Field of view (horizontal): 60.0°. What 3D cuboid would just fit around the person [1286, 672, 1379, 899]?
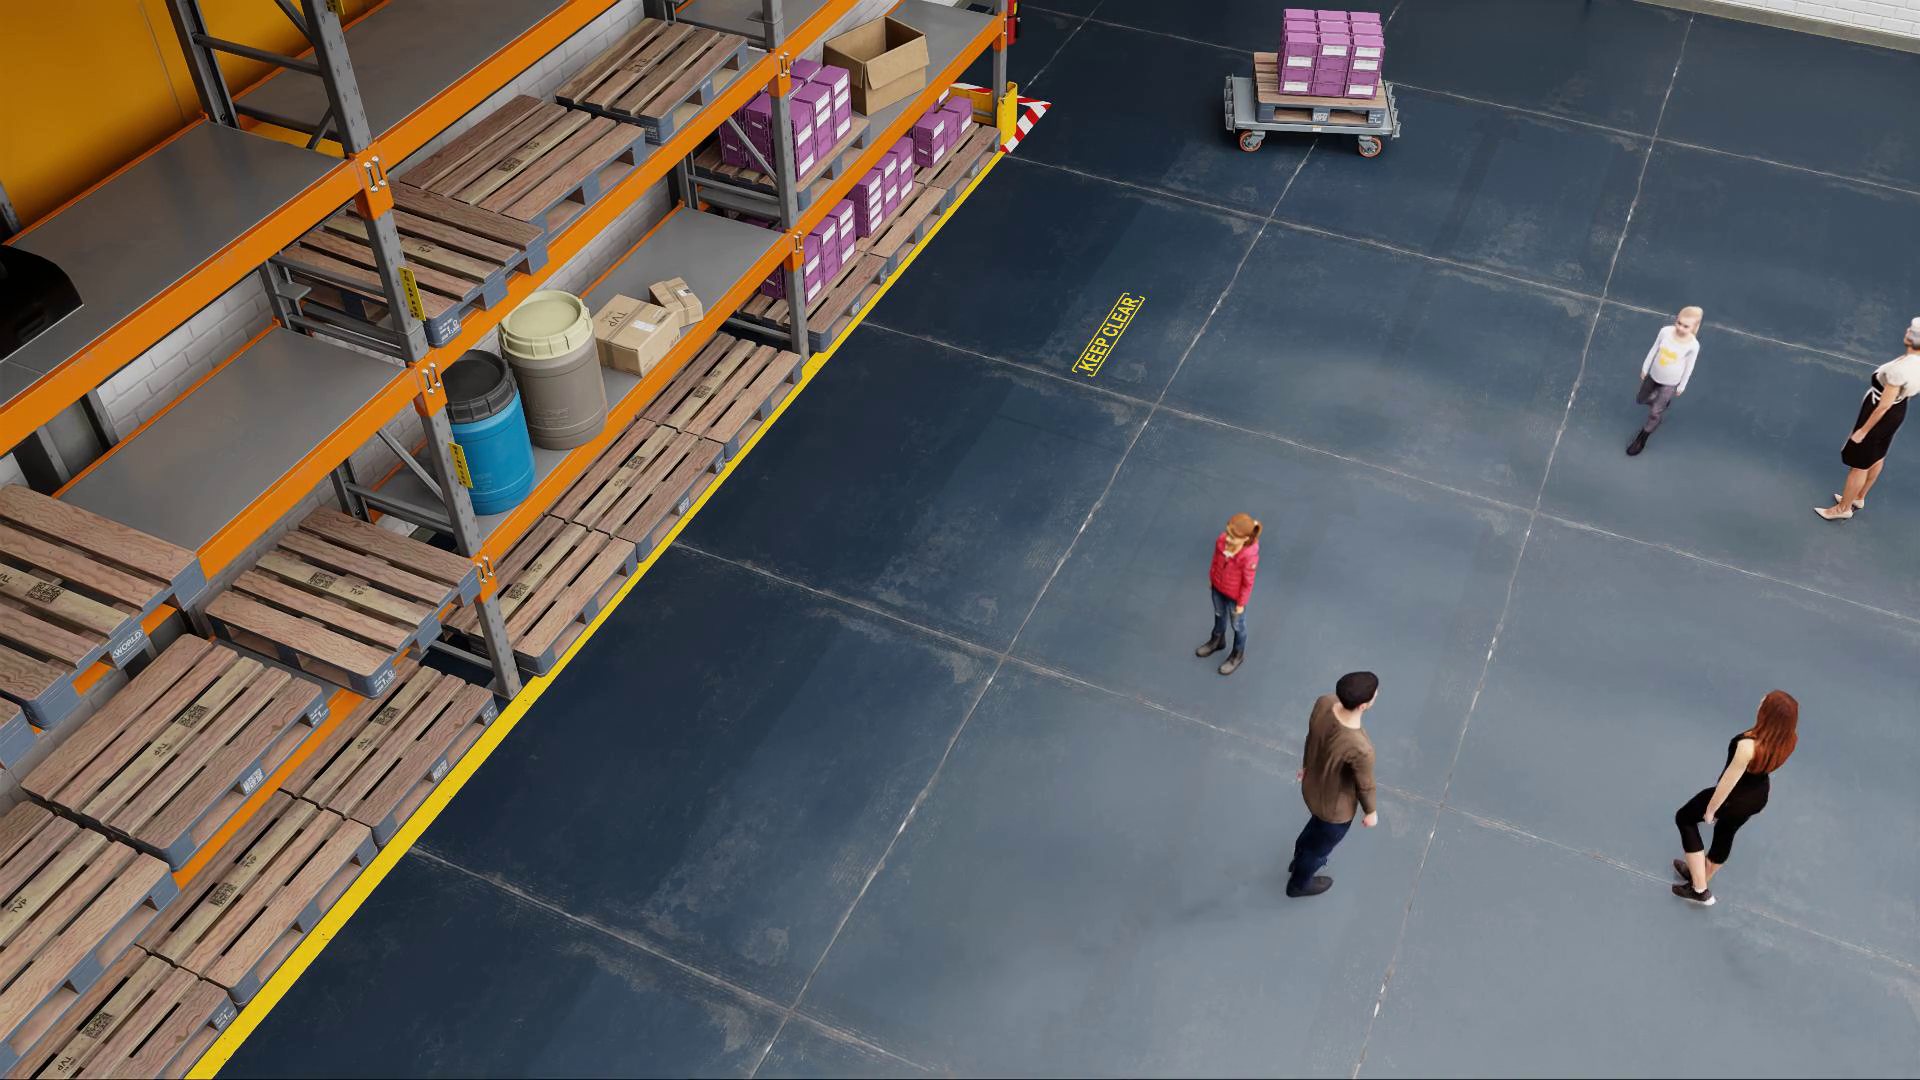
[{"bbox_3d":[2.020,1.434,9.341,0.821,1.876,0.747,-11,45,-11],"label":"person"}]

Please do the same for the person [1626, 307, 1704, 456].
[{"bbox_3d":[5.366,-1.258,12.608,0.849,1.267,0.682,-31,52,-29],"label":"person"}]

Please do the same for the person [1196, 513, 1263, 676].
[{"bbox_3d":[1.792,0.319,10.919,0.617,1.314,0.590,-28,50,-26],"label":"person"}]

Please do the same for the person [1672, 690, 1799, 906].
[{"bbox_3d":[4.422,1.513,9.373,0.737,1.716,0.797,-14,45,-14],"label":"person"}]

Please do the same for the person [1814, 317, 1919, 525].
[{"bbox_3d":[6.549,-0.834,11.810,0.649,1.754,0.775,-25,49,-24],"label":"person"}]
